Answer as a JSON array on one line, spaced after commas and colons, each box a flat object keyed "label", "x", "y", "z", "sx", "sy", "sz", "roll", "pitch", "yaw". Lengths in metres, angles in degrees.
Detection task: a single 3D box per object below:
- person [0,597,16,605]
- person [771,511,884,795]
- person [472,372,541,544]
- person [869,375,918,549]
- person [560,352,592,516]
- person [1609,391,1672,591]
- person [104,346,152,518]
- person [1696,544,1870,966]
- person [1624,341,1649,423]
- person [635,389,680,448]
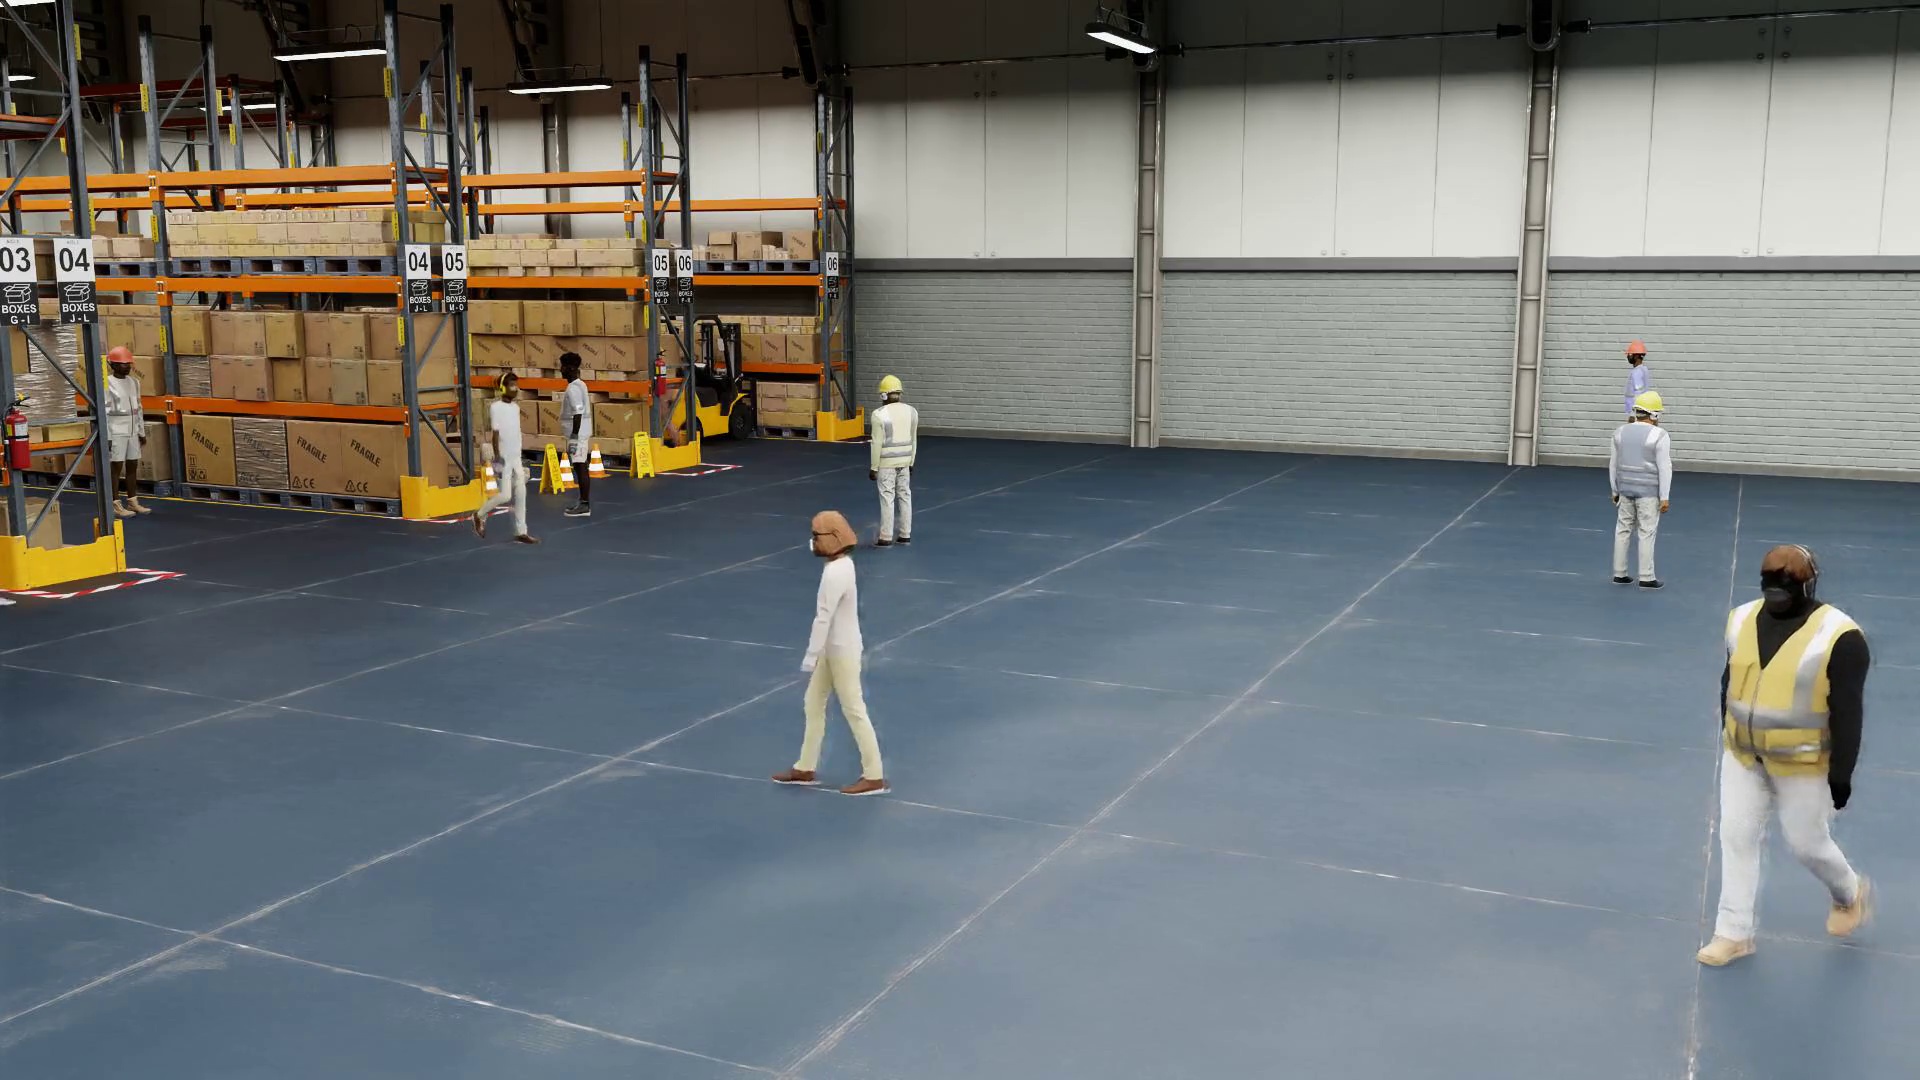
[{"label": "person", "x": -8.727, "y": -0.249, "z": 14.471, "sx": 0.689, "sy": 1.714, "sz": 0.494, "roll": -6, "pitch": 11, "yaw": -31}, {"label": "person", "x": -0.770, "y": 0.643, "z": 9.307, "sx": 0.754, "sy": 1.605, "sz": 0.514, "roll": 0, "pitch": 9, "yaw": -2}, {"label": "person", "x": -4.891, "y": -0.874, "z": 17.843, "sx": 0.696, "sy": 1.856, "sz": 0.522, "roll": 4, "pitch": 10, "yaw": 21}, {"label": "person", "x": -0.721, "y": -0.825, "z": 17.603, "sx": 0.590, "sy": 1.833, "sz": 0.404, "roll": -8, "pitch": 12, "yaw": -40}, {"label": "person", "x": -4.591, "y": -1.264, "z": 19.886, "sx": 0.373, "sy": 1.966, "sz": 0.607, "roll": -1, "pitch": 9, "yaw": -6}, {"label": "person", "x": 6.288, "y": -0.455, "z": 15.341, "sx": 0.403, "sy": 1.830, "sz": 0.599, "roll": -6, "pitch": 11, "yaw": -33}, {"label": "person", "x": -9.940, "y": -1.284, "z": 19.803, "sx": 0.405, "sy": 2.037, "sz": 0.606, "roll": 3, "pitch": 10, "yaw": 17}, {"label": "person", "x": 3.555, "y": 0.901, "z": 7.085, "sx": 0.796, "sy": 1.819, "sz": 0.633, "roll": -6, "pitch": 11, "yaw": -31}, {"label": "person", "x": 9.482, "y": -1.821, "z": 23.389, "sx": 0.373, "sy": 1.939, "sz": 0.545, "roll": 5, "pitch": 11, "yaw": 29}, {"label": "person", "x": -4.837, "y": -2.284, "z": 26.510, "sx": 1.021, "sy": 1.853, "sz": 0.660, "roll": 3, "pitch": 10, "yaw": 17}]
